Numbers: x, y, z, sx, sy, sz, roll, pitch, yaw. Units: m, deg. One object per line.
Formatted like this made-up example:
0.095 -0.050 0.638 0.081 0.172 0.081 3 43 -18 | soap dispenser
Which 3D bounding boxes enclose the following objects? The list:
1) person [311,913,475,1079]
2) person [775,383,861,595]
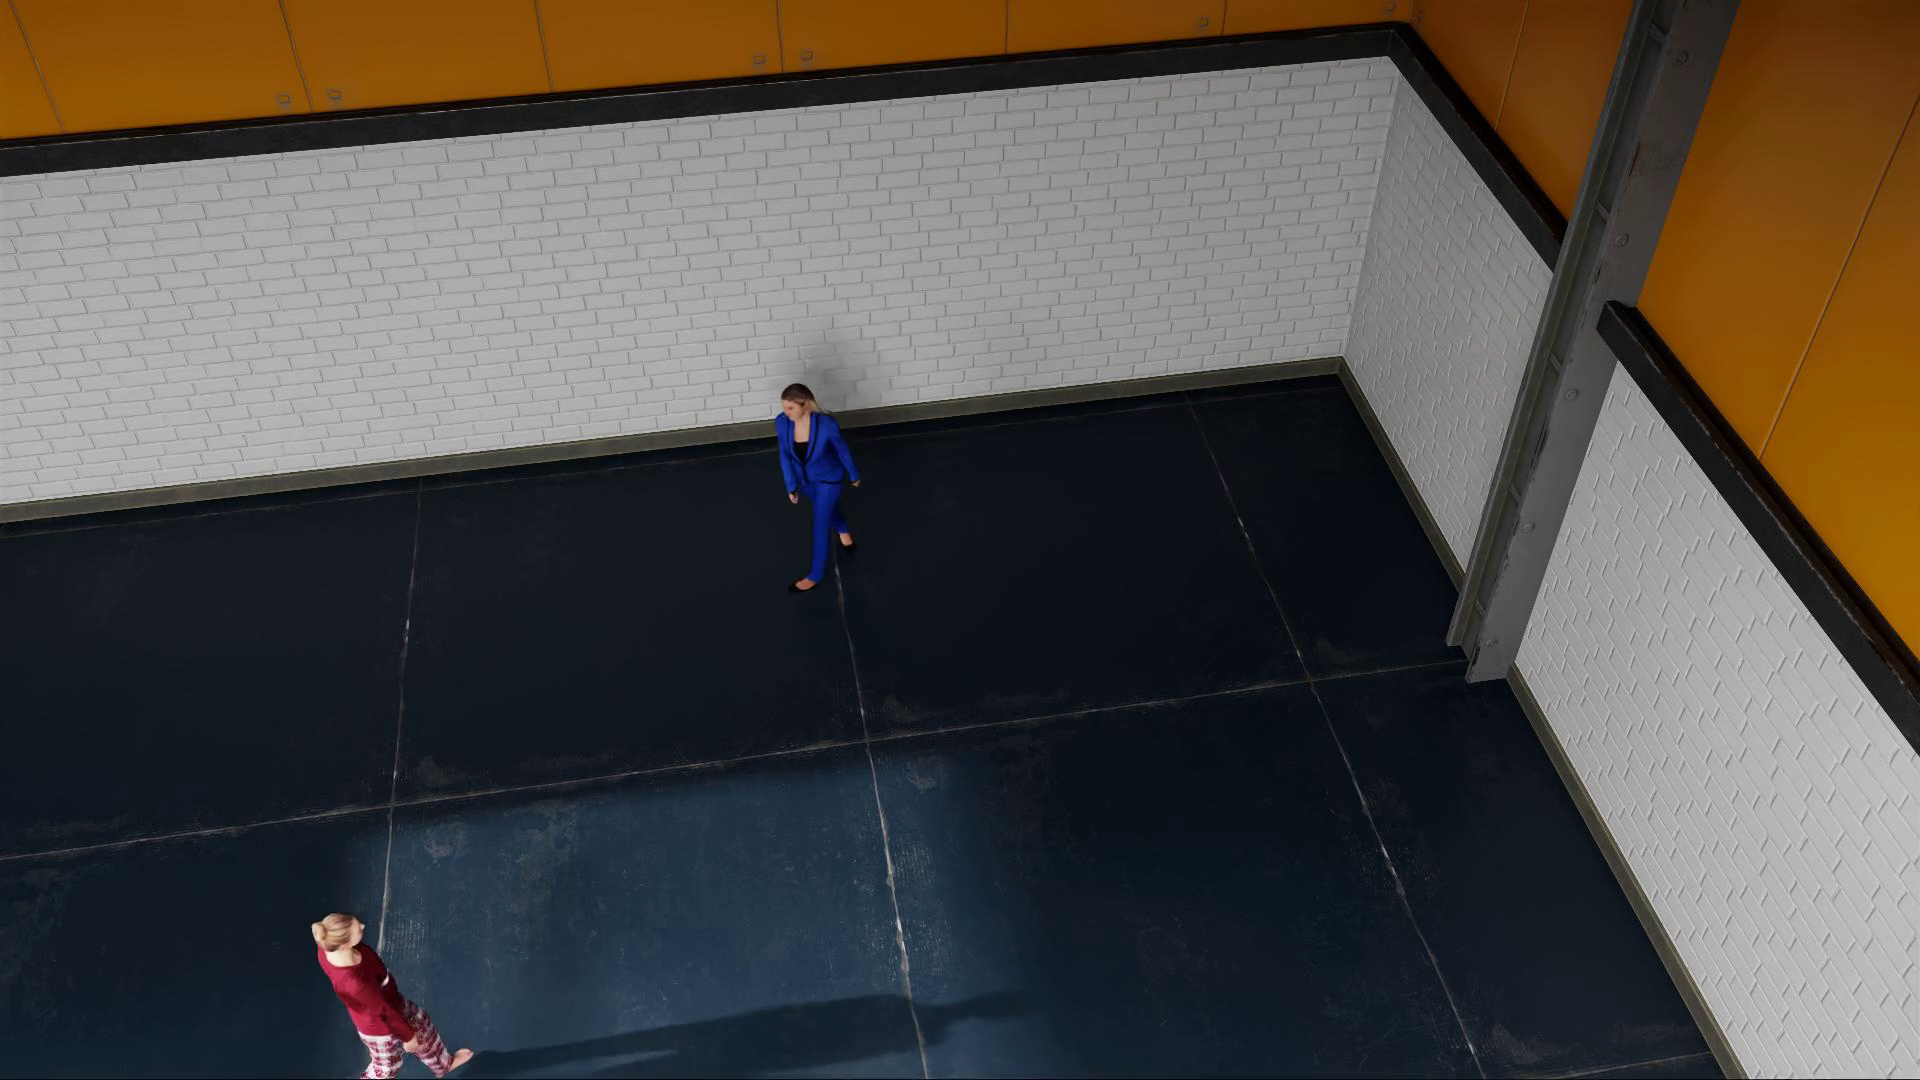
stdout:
-3.010 2.432 8.387 1.003 1.669 1.081 -28 50 -26 | person
-0.920 -0.448 11.428 1.008 1.645 1.144 10 45 10 | person
